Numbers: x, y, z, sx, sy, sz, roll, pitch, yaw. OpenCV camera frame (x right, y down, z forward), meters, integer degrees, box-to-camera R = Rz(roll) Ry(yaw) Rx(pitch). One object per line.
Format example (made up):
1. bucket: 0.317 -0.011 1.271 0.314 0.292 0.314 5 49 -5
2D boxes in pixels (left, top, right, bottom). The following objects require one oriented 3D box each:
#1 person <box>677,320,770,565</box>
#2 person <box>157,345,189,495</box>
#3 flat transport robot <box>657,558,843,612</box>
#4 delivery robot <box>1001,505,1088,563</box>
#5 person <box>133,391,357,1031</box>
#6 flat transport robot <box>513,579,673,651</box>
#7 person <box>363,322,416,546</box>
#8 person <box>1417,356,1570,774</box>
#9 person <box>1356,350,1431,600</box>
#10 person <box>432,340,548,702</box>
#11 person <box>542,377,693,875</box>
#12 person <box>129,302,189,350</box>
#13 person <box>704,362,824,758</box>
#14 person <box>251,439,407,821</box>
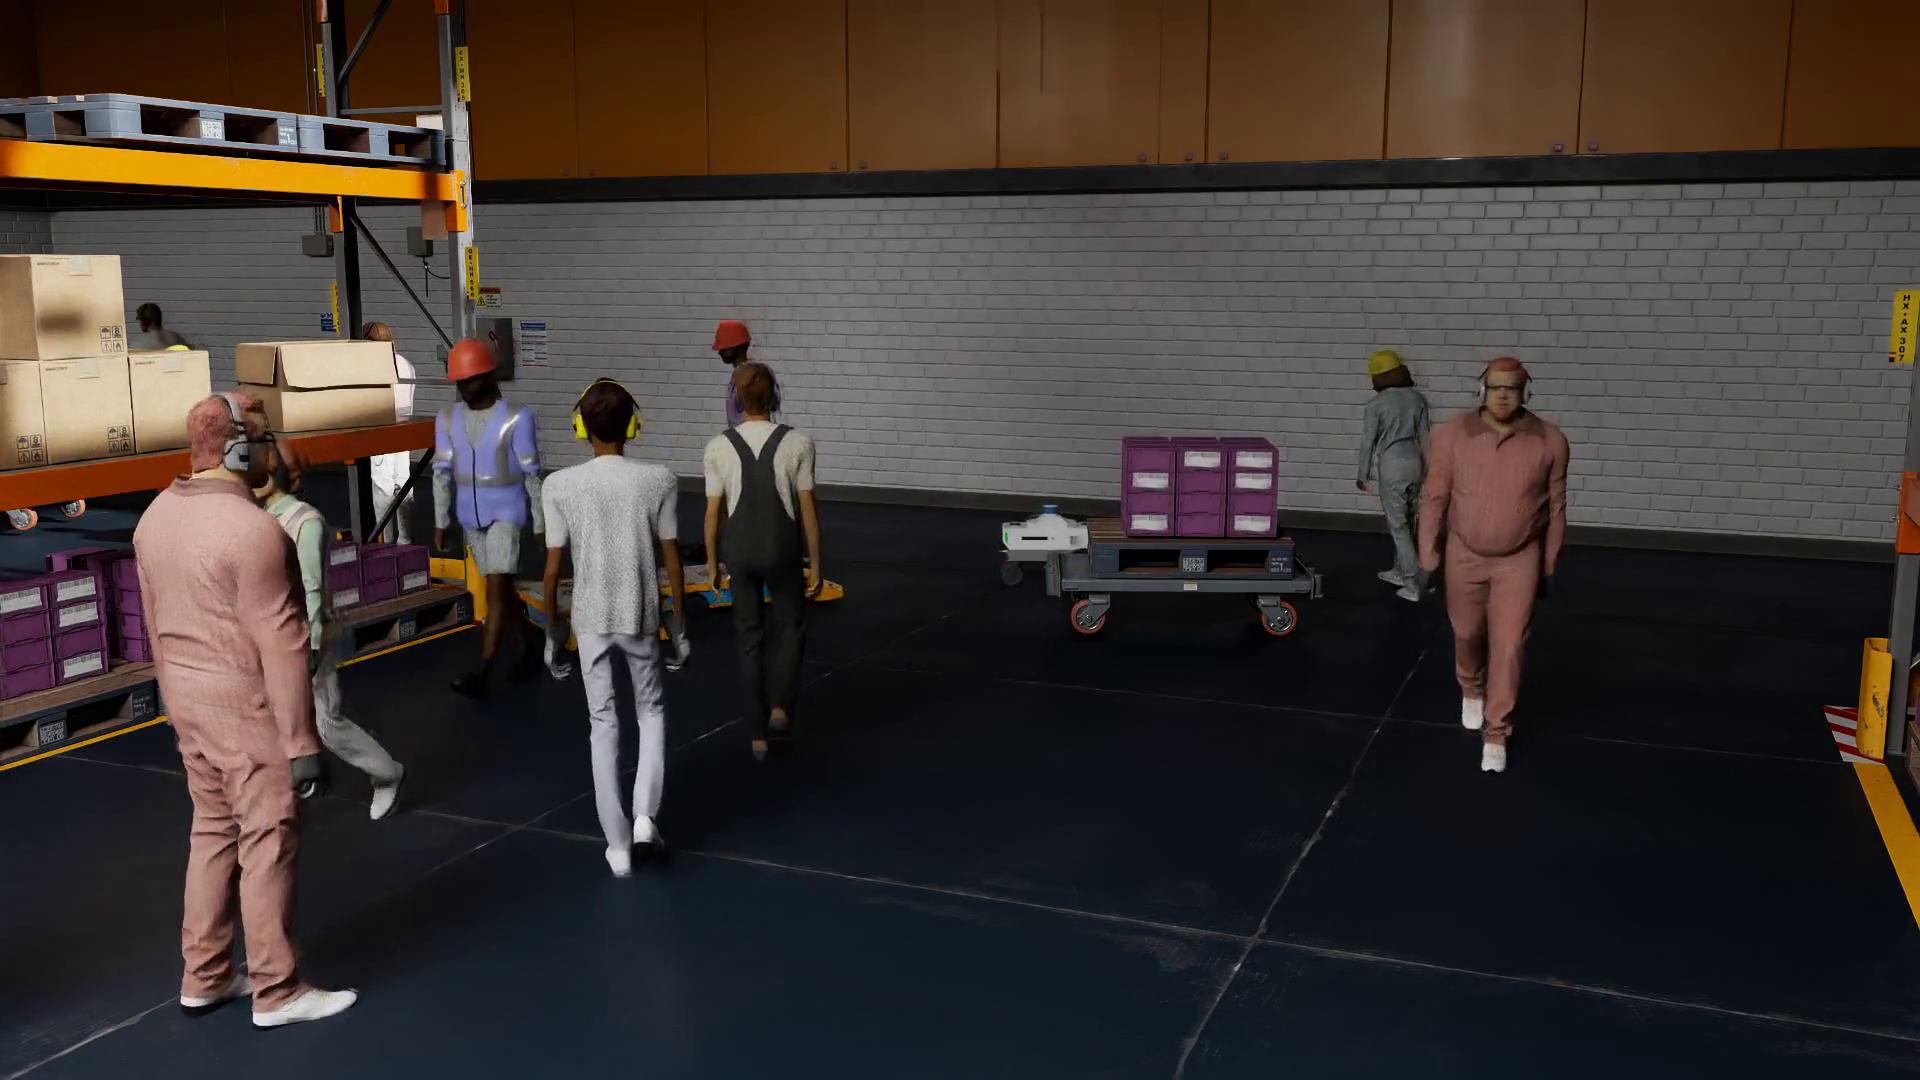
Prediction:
1. person: -1.646 -0.693 12.356 1.024 1.861 0.585 1 9 7
2. person: -4.945 -0.353 10.612 0.524 1.769 0.314 6 11 34
3. flat transport robot: -1.570 0.306 11.137 1.431 0.197 0.652 -5 11 -28
4. delivery robot: 0.649 -0.010 11.908 0.707 0.478 0.477 0 9 0
5. person: -2.134 0.519 4.966 0.687 1.912 0.403 7 11 35
6. flat transport robot: -2.334 0.430 10.387 0.652 0.197 1.431 -6 11 -31
7. person: -4.458 -0.758 12.837 0.429 1.841 0.633 3 10 15
8. person: 2.492 0.065 7.804 0.646 1.868 0.987 3 10 19
9. person: 2.974 -0.457 11.463 0.531 1.689 0.742 -4 10 -23
10. person: -2.515 -0.110 8.791 0.543 1.872 1.021 3 10 15
11. person: -1.281 0.328 6.206 0.549 1.855 0.385 -2 10 -14
12. person: -7.601 -1.285 15.783 0.471 1.921 0.664 3 10 18
13. person: -0.902 0.100 7.658 0.552 1.831 0.401 0 9 -1
14. person: -2.587 0.396 6.545 0.521 1.613 0.745 6 11 33
